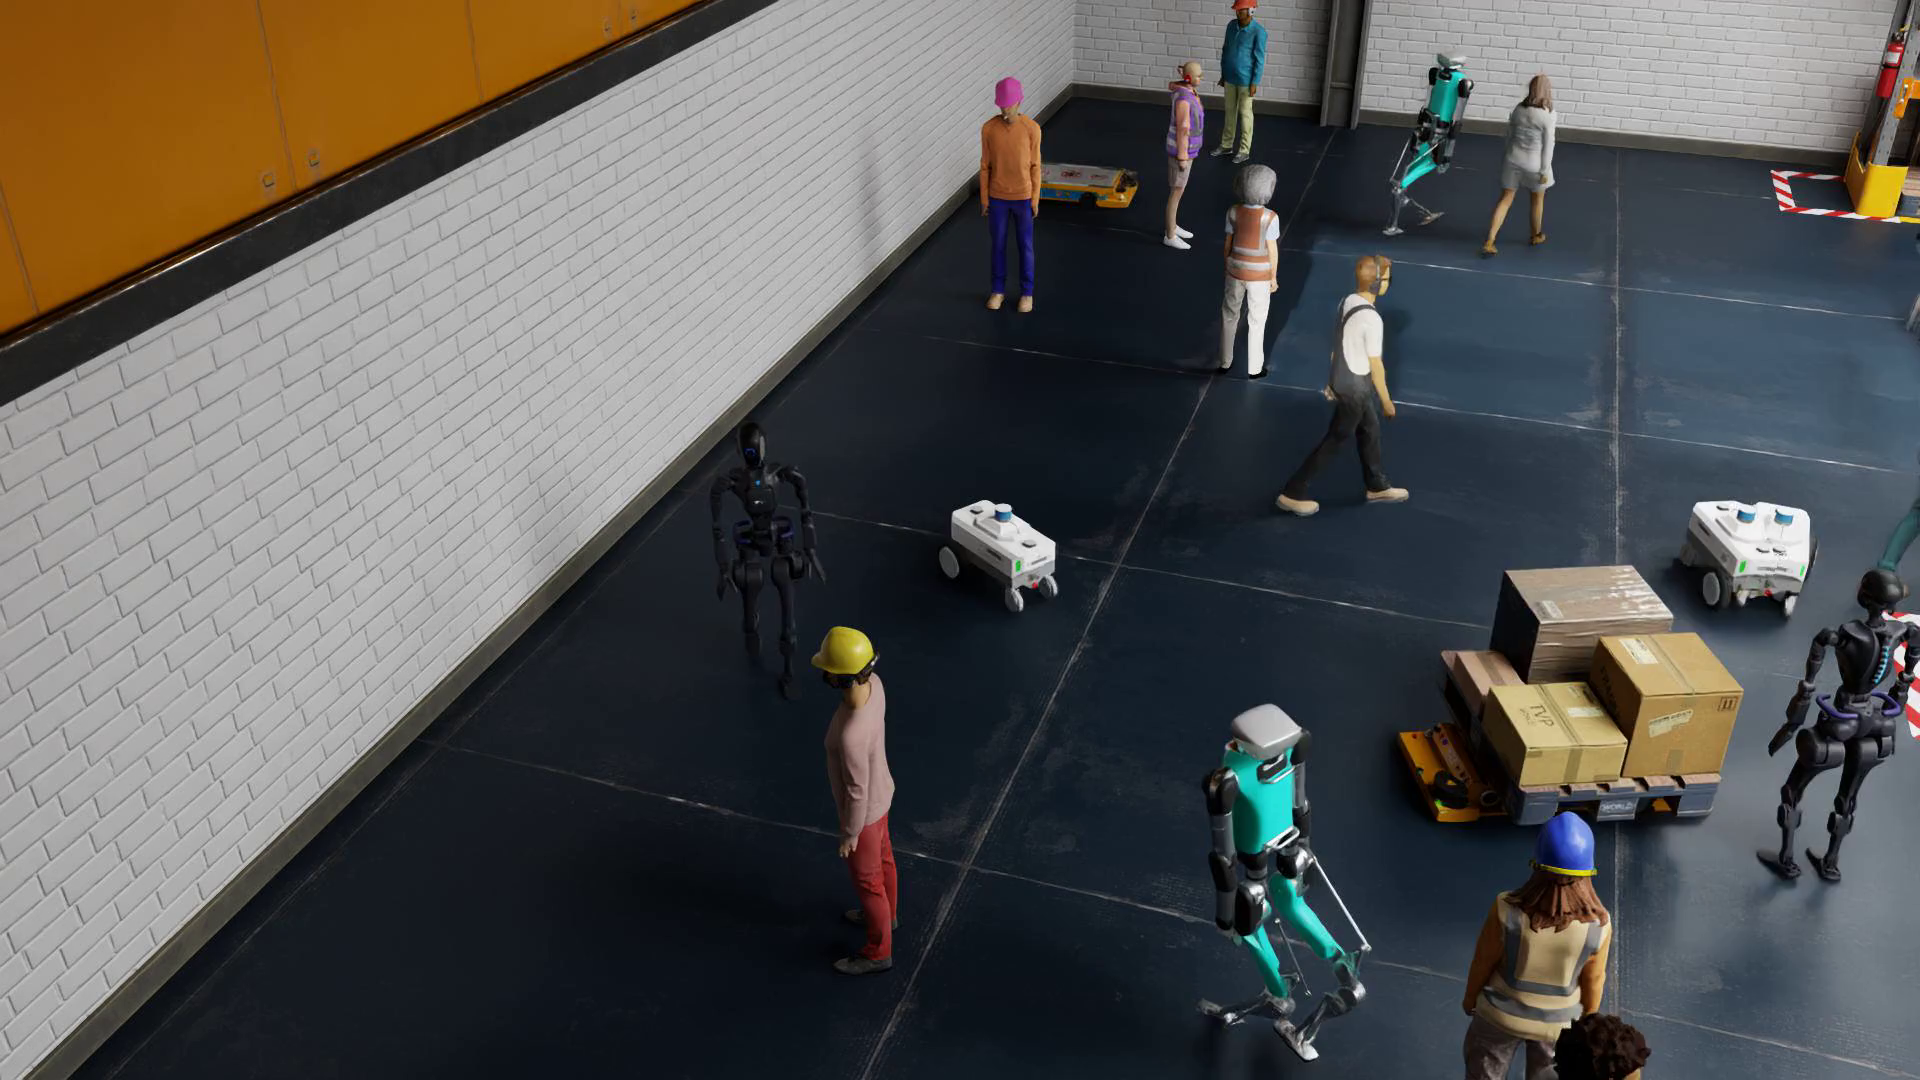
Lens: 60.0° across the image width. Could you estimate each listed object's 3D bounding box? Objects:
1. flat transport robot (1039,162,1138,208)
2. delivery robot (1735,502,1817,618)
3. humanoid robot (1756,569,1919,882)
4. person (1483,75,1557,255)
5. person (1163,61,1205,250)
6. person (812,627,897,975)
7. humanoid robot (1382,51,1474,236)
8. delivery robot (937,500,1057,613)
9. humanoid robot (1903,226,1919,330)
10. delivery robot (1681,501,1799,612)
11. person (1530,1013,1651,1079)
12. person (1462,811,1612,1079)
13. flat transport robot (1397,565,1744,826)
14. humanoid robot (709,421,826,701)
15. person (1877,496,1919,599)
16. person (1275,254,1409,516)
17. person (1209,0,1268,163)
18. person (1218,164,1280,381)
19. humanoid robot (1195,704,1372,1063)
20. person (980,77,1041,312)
[{"bbox_3d":[1.032,-3.567,16.693,1.431,0.231,0.659,7,31,13],"label":"flat transport robot"},{"bbox_3d":[5.006,0.077,10.229,0.499,0.611,0.809,13,33,21],"label":"delivery robot"},{"bbox_3d":[4.124,0.872,7.756,0.588,1.657,0.330,-3,31,-5],"label":"humanoid robot"},{"bbox_3d":[5.120,-3.404,15.083,0.495,1.611,0.885,26,39,36],"label":"person"},{"bbox_3d":[2.046,-3.530,15.222,0.341,1.692,0.493,6,31,10],"label":"person"},{"bbox_3d":[-0.452,1.133,7.219,0.327,1.767,0.529,4,31,6],"label":"person"},{"bbox_3d":[4.200,-3.567,15.253,1.003,1.738,0.535,-13,33,-21],"label":"humanoid robot"},{"bbox_3d":[0.247,0.057,10.266,0.499,0.614,0.808,-21,36,-32],"label":"delivery robot"},{"bbox_3d":[7.998,-2.407,13.347,0.542,1.876,0.656,27,40,37],"label":"humanoid robot"},{"bbox_3d":[4.778,0.079,10.217,0.499,0.603,0.803,-2,31,-3],"label":"delivery robot"},{"bbox_3d":[1.796,2.220,5.272,0.496,1.871,0.521,12,33,20],"label":"person"},{"bbox_3d":[2.109,1.745,6.173,0.466,1.772,0.337,7,31,11],"label":"person"},{"bbox_3d":[3.082,1.158,8.656,1.431,0.231,0.659,-2,31,-4],"label":"flat transport robot"},{"bbox_3d":[-1.057,0.057,9.158,0.604,1.641,0.593,-6,31,-11],"label":"humanoid robot"},{"bbox_3d":[5.989,-0.486,9.935,0.945,1.822,0.549,-16,34,-25],"label":"person"},{"bbox_3d":[2.552,-0.987,10.797,0.939,1.801,0.508,-1,30,-2],"label":"person"},{"bbox_3d":[2.924,-4.859,17.425,0.323,1.751,0.560,-21,36,-31],"label":"person"},{"bbox_3d":[2.204,-2.025,12.665,0.435,1.689,0.312,16,34,25],"label":"person"},{"bbox_3d":[1.312,1.500,6.651,0.579,1.792,0.873,-24,38,-34],"label":"humanoid robot"},{"bbox_3d":[0.412,-2.862,13.822,0.515,1.973,0.401,5,31,9],"label":"person"}]
